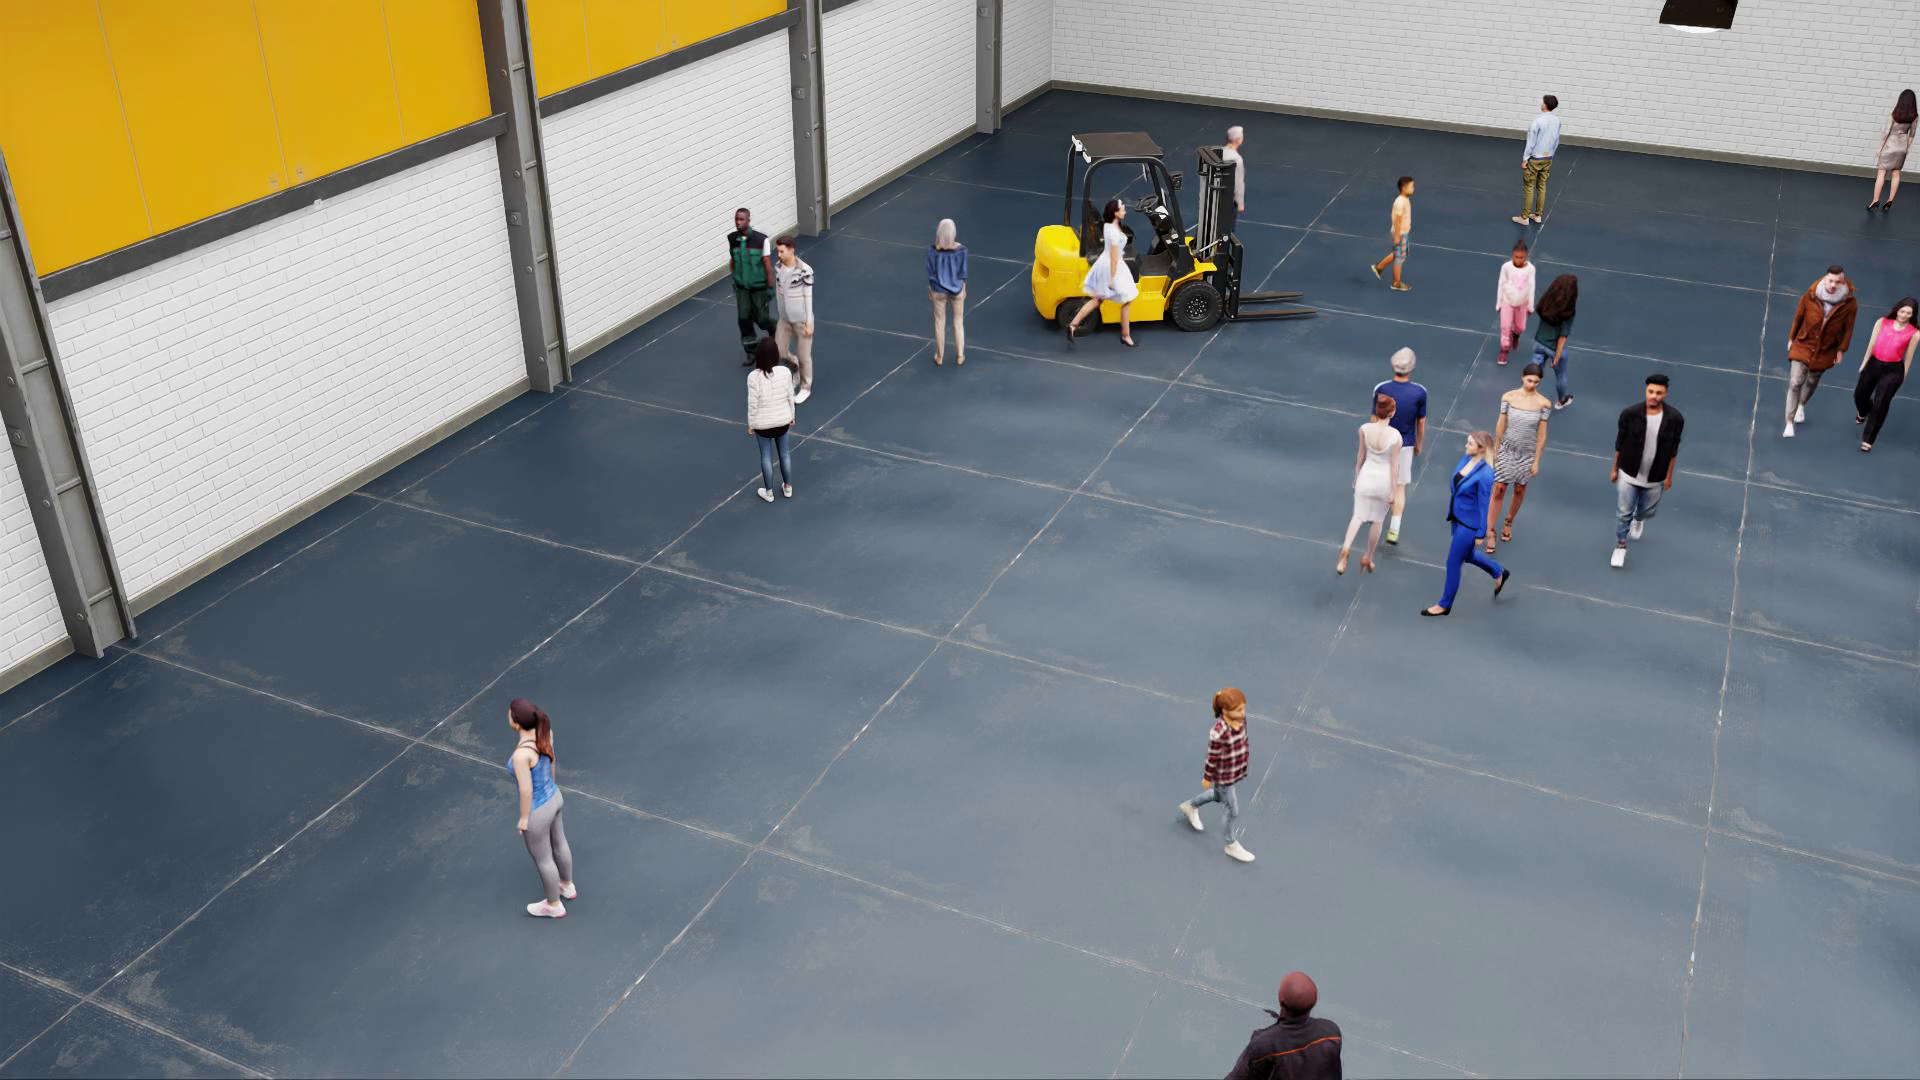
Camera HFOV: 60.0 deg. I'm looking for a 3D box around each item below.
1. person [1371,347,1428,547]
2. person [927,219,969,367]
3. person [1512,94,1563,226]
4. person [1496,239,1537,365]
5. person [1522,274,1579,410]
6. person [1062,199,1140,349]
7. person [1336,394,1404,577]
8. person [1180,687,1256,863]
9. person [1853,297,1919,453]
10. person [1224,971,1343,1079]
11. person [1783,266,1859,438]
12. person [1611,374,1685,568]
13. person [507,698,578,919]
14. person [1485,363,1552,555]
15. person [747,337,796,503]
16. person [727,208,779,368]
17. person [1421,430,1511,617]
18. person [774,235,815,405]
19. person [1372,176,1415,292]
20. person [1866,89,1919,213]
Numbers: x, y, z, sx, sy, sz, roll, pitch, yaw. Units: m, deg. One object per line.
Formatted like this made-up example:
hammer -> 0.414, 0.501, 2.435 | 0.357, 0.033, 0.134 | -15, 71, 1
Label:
person -> 3.927, -0.813, 15.039 | 0.861, 1.801, 1.250 | 5, 29, 10
person -> -0.141, -2.802, 18.793 | 0.706, 1.697, 0.718 | -2, 29, -3
person -> 8.121, -5.338, 23.322 | 0.740, 1.812, 0.814 | -12, 31, -20
person -> 6.329, -2.747, 18.957 | 0.625, 1.443, 0.798 | 7, 29, 12
person -> 6.115, -1.976, 17.414 | 1.182, 1.567, 0.916 | -20, 35, -32
person -> 1.634, -3.013, 19.091 | 1.143, 1.783, 1.189 | -5, 29, -9
person -> 3.513, -0.416, 14.335 | 0.711, 1.777, 0.940 | 22, 36, 35
person -> 1.748, 1.526, 11.278 | 0.759, 1.296, 0.881 | 23, 36, 35
person -> 9.359, -1.712, 16.859 | 0.938, 1.636, 0.754 | -25, 37, -37
person -> 1.625, 2.928, 8.187 | 1.184, 1.794, 1.242 | -10, 30, -18
person -> 8.833, -1.975, 17.187 | 0.765, 1.784, 1.156 | 9, 30, 17
person -> 6.074, -0.661, 14.772 | 0.717, 1.789, 0.957 | 11, 31, 20
person -> -2.687, 1.701, 10.632 | 0.651, 1.608, 0.500 | 8, 30, 14
person -> 5.050, -0.786, 14.989 | 0.595, 1.801, 0.799 | 12, 31, 21
person -> -1.797, -1.153, 15.834 | 0.687, 1.637, 0.768 | -13, 31, -22
person -> -2.320, -2.897, 18.840 | 0.788, 1.818, 1.040 | 8, 30, 15
person -> 4.336, -0.137, 13.928 | 1.077, 1.677, 1.088 | -6, 29, -10
person -> -1.721, -2.421, 17.943 | 0.710, 1.842, 0.695 | 15, 32, 25
person -> 5.504, -3.890, 21.041 | 0.636, 1.454, 0.712 | 9, 30, 16
person -> 13.383, -5.571, 23.823 | 0.661, 1.742, 0.636 | 1, 29, 2
